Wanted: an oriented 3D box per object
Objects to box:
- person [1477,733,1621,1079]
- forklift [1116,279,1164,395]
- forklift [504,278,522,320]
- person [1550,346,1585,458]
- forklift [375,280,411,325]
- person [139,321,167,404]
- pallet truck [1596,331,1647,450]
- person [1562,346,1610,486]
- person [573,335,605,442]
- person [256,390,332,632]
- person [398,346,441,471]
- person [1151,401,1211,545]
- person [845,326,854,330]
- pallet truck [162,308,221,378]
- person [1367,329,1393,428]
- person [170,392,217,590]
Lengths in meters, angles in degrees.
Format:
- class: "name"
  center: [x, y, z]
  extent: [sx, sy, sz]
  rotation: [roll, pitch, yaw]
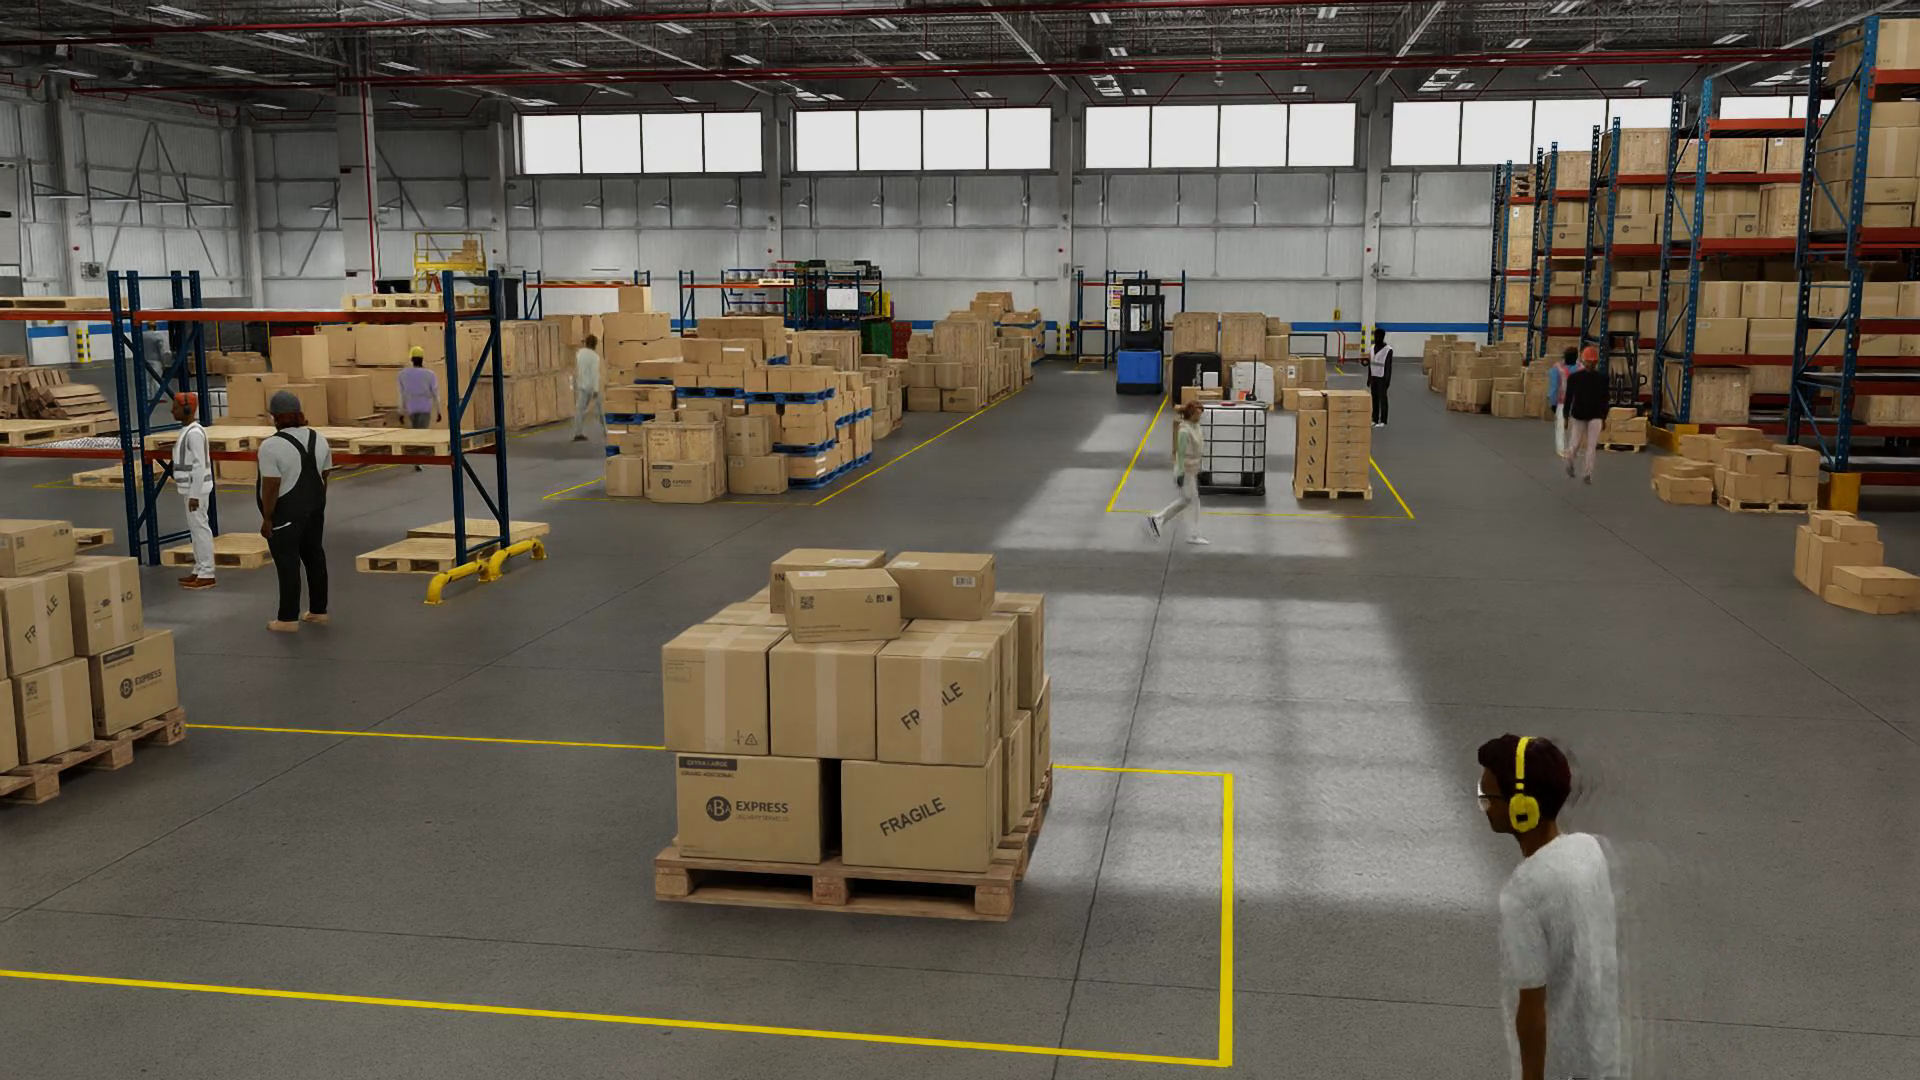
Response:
- class: "person"
  center: [1.654, 1.427, 4.376]
  extent: [0.537, 1.832, 0.679]
  rotation: [-9, 13, -42]
- class: "forklift"
  center: [4.433, -4.998, 40.740]
  extent: [1.129, 2.768, 1.873]
  rotation: [1, 9, 9]
- class: "forklift"
  center: [-12.022, -5.653, 44.779]
  extent: [1.873, 2.768, 1.129]
  rotation: [-3, 10, -17]
- class: "person"
  center: [9.837, -2.204, 26.772]
  extent: [0.655, 1.820, 0.651]
  rotation: [-1, 9, -5]
- class: "forklift"
  center: [-12.103, -4.173, 35.650]
  extent: [1.873, 2.768, 1.129]
  rotation: [1, 9, 9]
- class: "person"
  center: [-18.418, -4.070, 37.959]
  extent: [0.623, 1.932, 0.367]
  rotation: [2, 9, 13]
- class: "pallet truck"
  center: [11.253, -2.573, 28.499]
  extent: [0.823, 1.965, 1.885]
  rotation: [5, 10, 27]
- class: "person"
  center: [8.899, -1.778, 23.693]
  extent: [0.622, 1.971, 0.689]
  rotation: [1, 9, 7]
- class: "person"
  center: [-6.534, -2.714, 29.689]
  extent: [0.651, 1.885, 1.002]
  rotation: [8, 12, 41]
- class: "person"
  center: [-5.673, -0.253, 14.055]
  extent: [0.538, 2.000, 0.684]
  rotation: [4, 10, 24]
- class: "person"
  center: [-8.230, -1.996, 25.284]
  extent: [0.598, 1.893, 0.947]
  rotation: [0, 9, -1]
- class: "person"
  center: [2.460, -0.750, 18.470]
  extent: [0.660, 1.613, 0.525]
  rotation: [5, 10, 27]
- class: "person"
  center: [-2.751, -4.603, 42.177]
  extent: [0.547, 1.606, 0.750]
  rotation: [6, 11, 33]
- class: "pallet truck"
  center: [-21.869, -5.598, 47.154]
  extent: [0.823, 1.965, 1.885]
  rotation: [4, 10, 26]
- class: "person"
  center: [8.141, -3.134, 32.235]
  extent: [0.397, 1.911, 0.587]
  rotation: [-5, 10, -27]
- class: "person"
  center: [-7.324, -0.468, 15.871]
  extent: [0.356, 1.883, 0.574]
  rotation: [-6, 11, -31]
